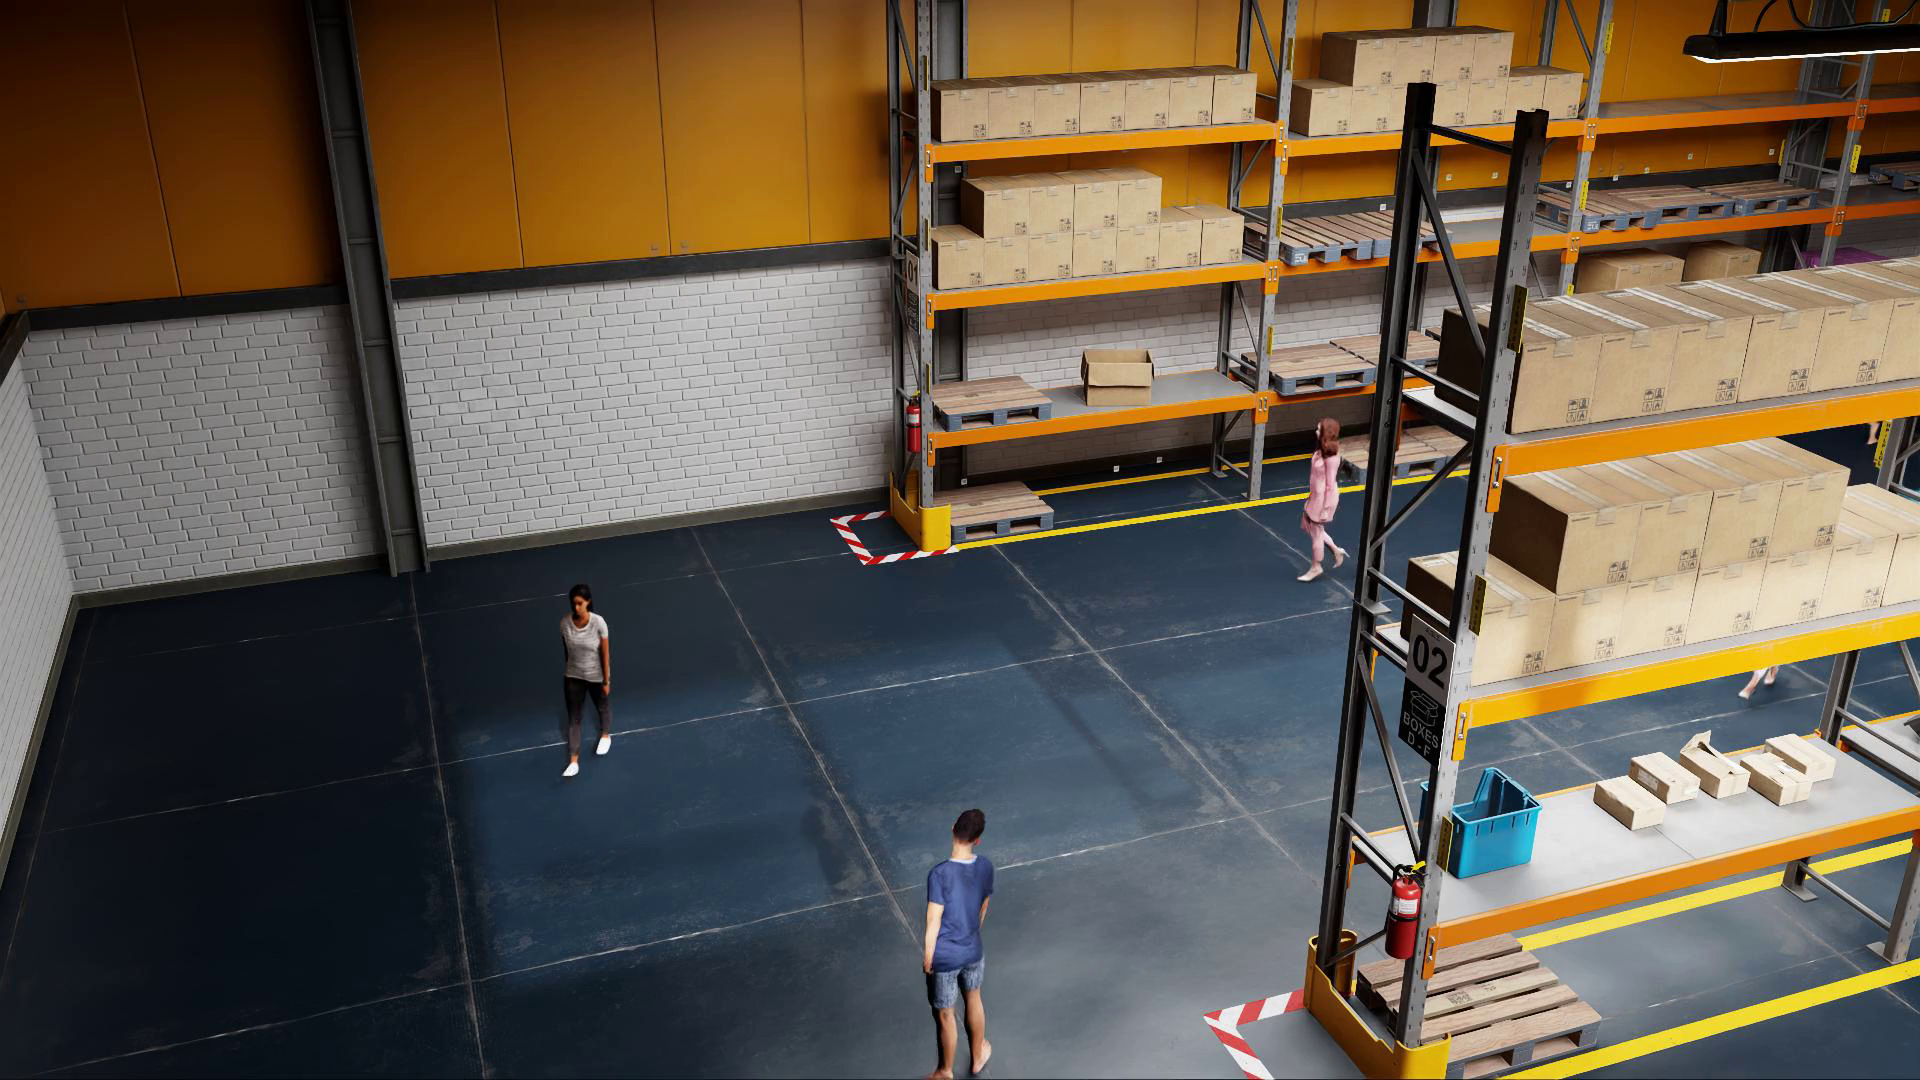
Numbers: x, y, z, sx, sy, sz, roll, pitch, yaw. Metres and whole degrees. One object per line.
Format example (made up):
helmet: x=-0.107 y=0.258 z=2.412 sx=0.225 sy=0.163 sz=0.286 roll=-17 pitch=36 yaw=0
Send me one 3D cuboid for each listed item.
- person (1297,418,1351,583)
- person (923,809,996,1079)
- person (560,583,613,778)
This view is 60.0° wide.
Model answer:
person: x=3.751 y=-0.395 z=16.860 sx=0.853 sy=1.788 sz=0.759 roll=-1 pitch=24 yaw=-2
person: x=-0.054 y=2.538 z=10.115 sx=0.905 sy=1.816 sz=0.617 roll=18 pitch=30 yaw=36
person: x=-3.035 y=1.083 z=13.703 sx=0.999 sy=1.609 sz=0.887 roll=2 pitch=24 yaw=4
